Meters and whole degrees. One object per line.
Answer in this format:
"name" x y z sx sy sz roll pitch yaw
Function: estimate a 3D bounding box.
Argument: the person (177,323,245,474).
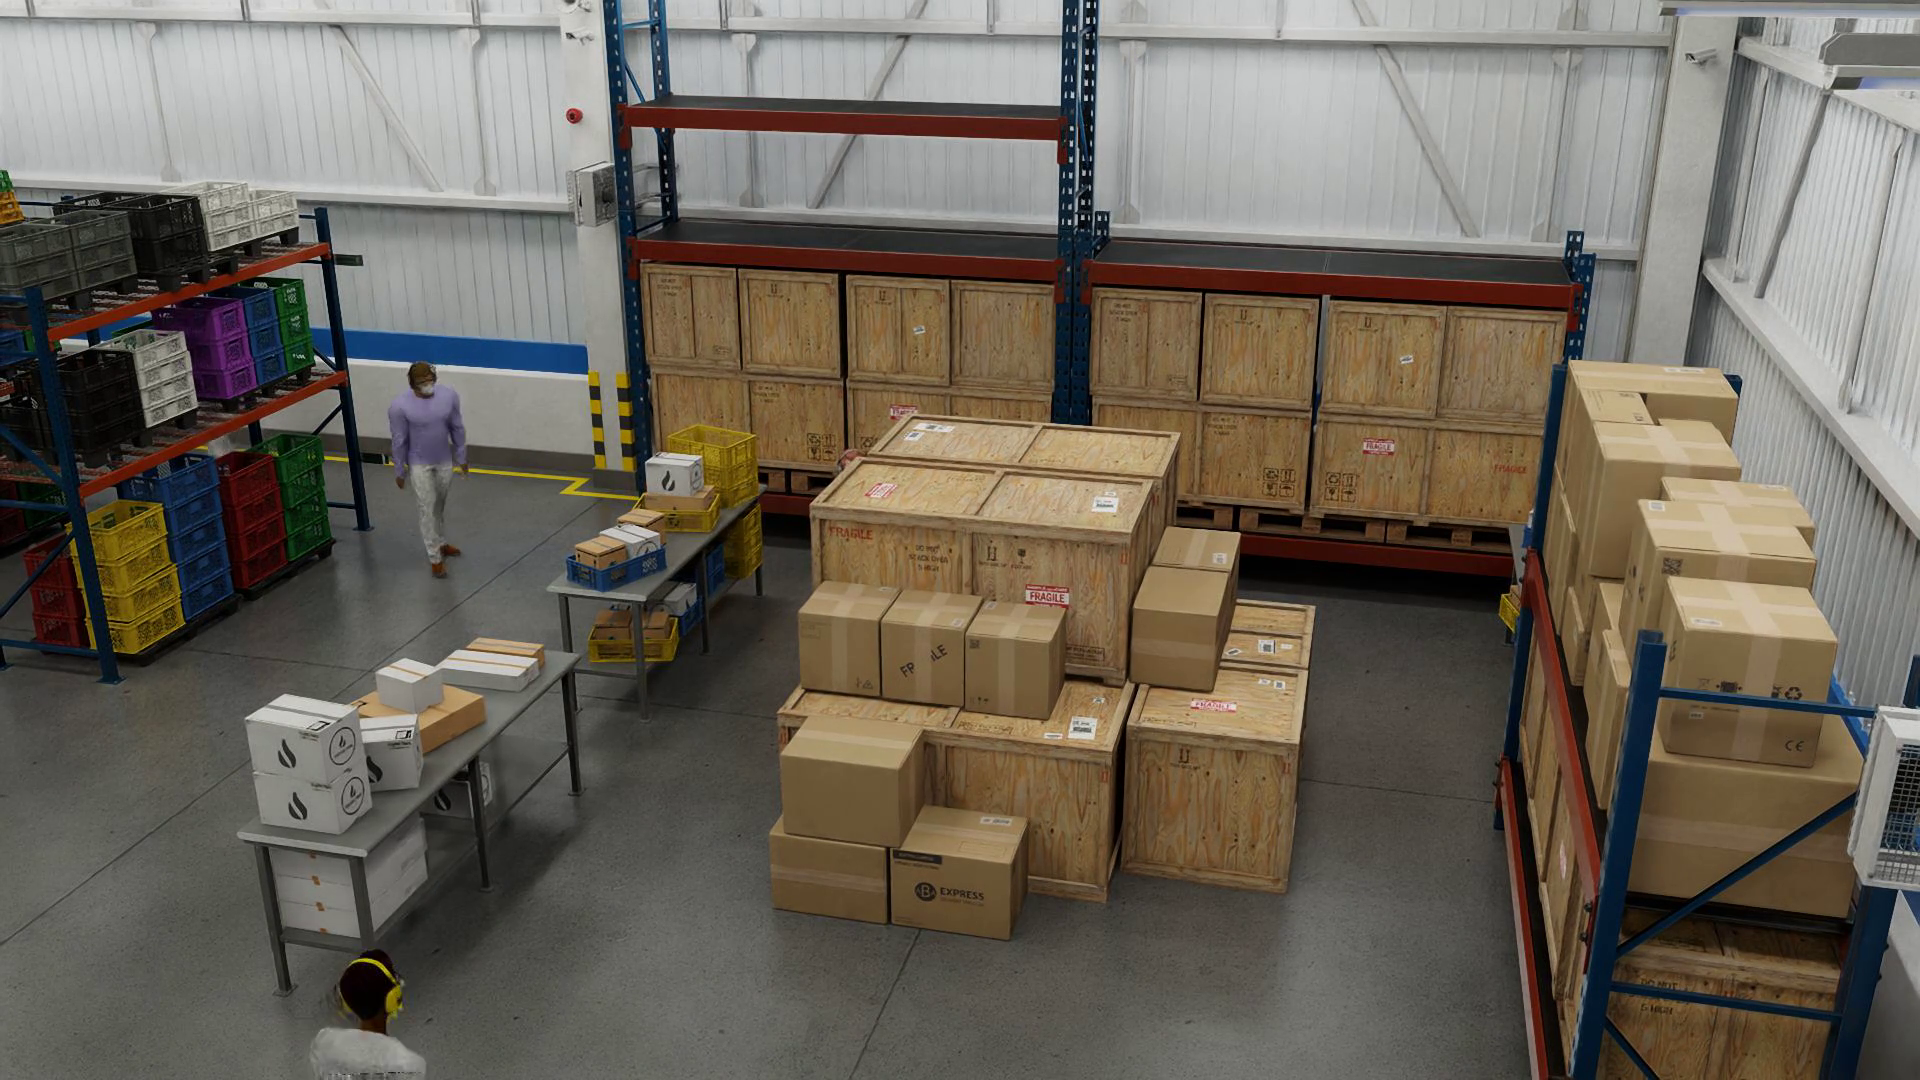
"person" -7.306 -1.274 16.141 0.596 1.840 0.894 6 22 14

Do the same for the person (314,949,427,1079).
"person" -2.251 2.471 6.387 0.512 1.834 0.861 4 21 10

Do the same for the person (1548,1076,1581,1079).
"person" 2.017 2.662 5.858 0.430 1.845 0.624 -12 24 -28

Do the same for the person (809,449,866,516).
"person" -0.763 0.248 12.090 0.643 1.905 0.399 -16 26 -36

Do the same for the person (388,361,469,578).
"person" -4.614 -0.657 14.492 0.694 1.904 0.648 19 28 40
